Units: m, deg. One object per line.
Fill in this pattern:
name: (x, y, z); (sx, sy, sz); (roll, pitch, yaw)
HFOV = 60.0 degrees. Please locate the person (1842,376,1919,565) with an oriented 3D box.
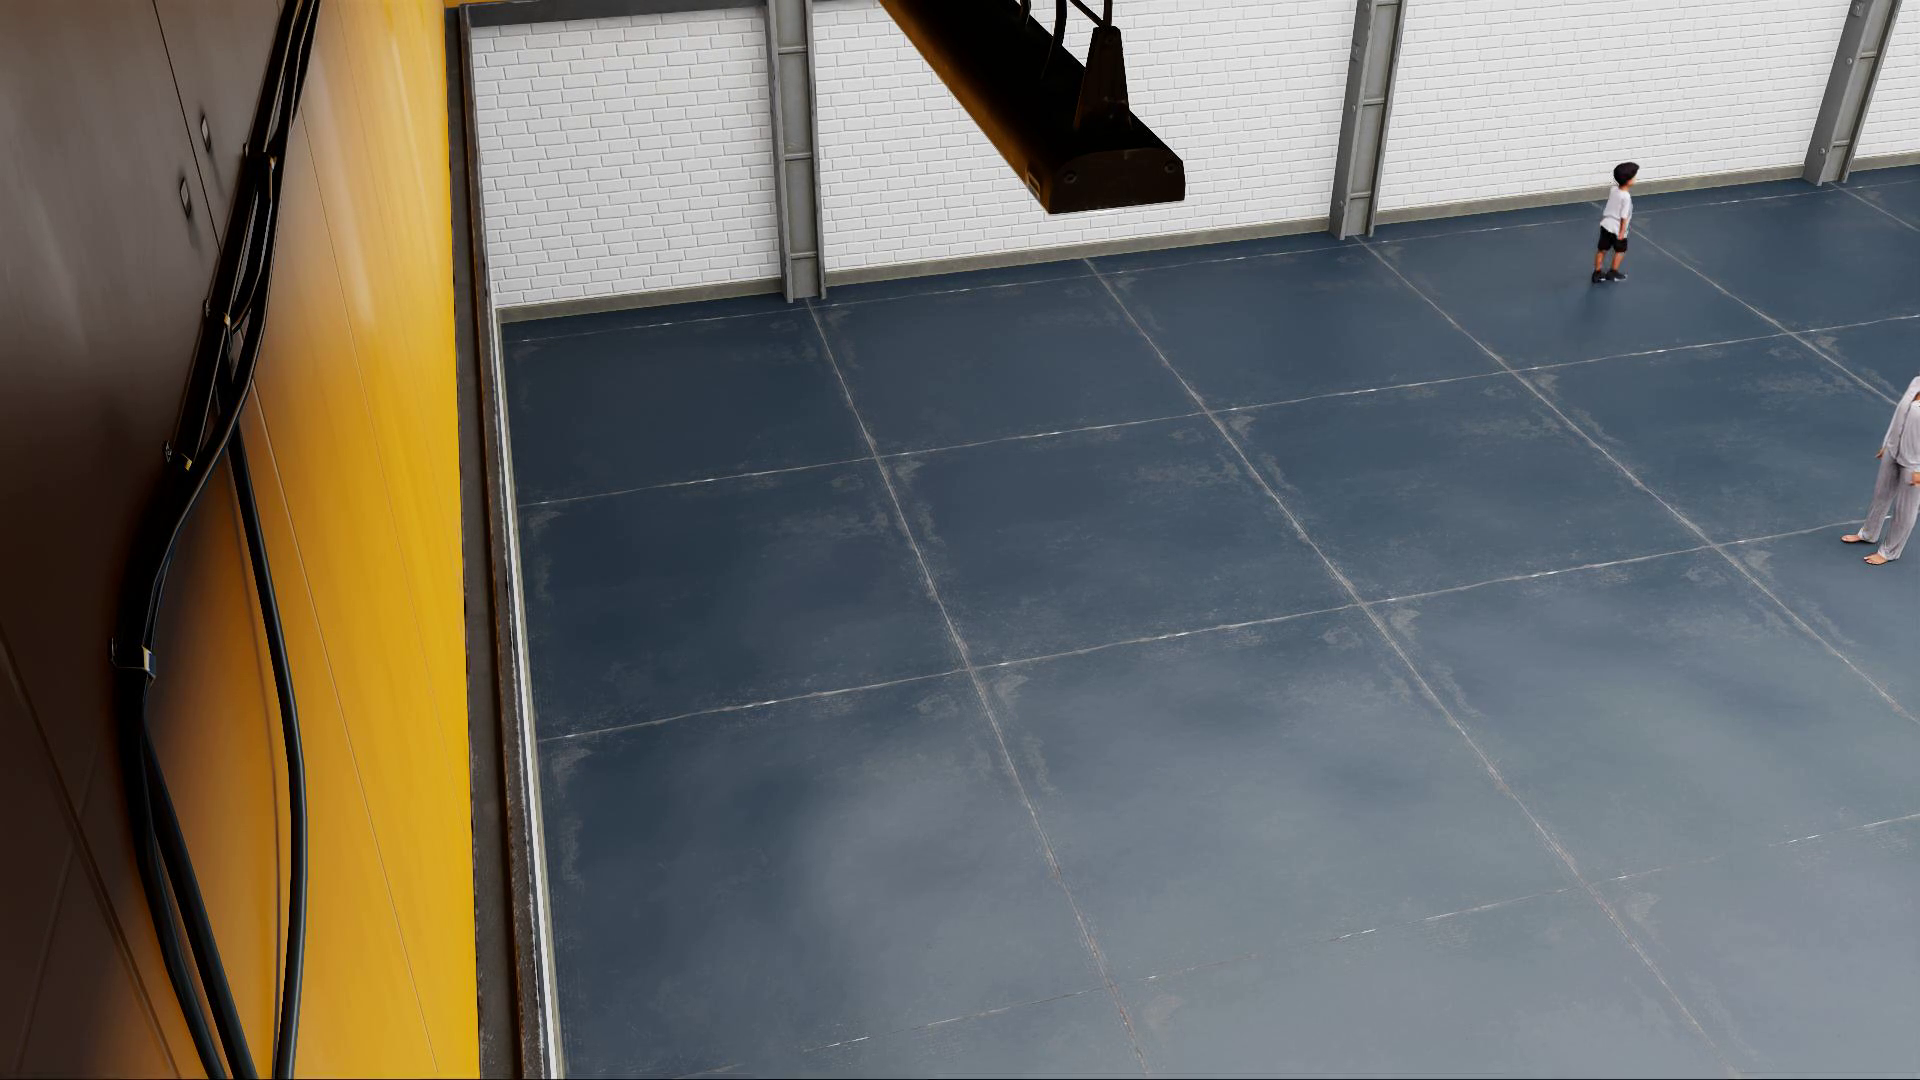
person: (7.080, -0.638, 12.388); (0.551, 1.739, 0.639); (-6, 34, -9)

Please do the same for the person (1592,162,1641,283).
person: (6.496, -3.157, 16.615); (0.582, 1.254, 0.506); (-10, 35, -14)
